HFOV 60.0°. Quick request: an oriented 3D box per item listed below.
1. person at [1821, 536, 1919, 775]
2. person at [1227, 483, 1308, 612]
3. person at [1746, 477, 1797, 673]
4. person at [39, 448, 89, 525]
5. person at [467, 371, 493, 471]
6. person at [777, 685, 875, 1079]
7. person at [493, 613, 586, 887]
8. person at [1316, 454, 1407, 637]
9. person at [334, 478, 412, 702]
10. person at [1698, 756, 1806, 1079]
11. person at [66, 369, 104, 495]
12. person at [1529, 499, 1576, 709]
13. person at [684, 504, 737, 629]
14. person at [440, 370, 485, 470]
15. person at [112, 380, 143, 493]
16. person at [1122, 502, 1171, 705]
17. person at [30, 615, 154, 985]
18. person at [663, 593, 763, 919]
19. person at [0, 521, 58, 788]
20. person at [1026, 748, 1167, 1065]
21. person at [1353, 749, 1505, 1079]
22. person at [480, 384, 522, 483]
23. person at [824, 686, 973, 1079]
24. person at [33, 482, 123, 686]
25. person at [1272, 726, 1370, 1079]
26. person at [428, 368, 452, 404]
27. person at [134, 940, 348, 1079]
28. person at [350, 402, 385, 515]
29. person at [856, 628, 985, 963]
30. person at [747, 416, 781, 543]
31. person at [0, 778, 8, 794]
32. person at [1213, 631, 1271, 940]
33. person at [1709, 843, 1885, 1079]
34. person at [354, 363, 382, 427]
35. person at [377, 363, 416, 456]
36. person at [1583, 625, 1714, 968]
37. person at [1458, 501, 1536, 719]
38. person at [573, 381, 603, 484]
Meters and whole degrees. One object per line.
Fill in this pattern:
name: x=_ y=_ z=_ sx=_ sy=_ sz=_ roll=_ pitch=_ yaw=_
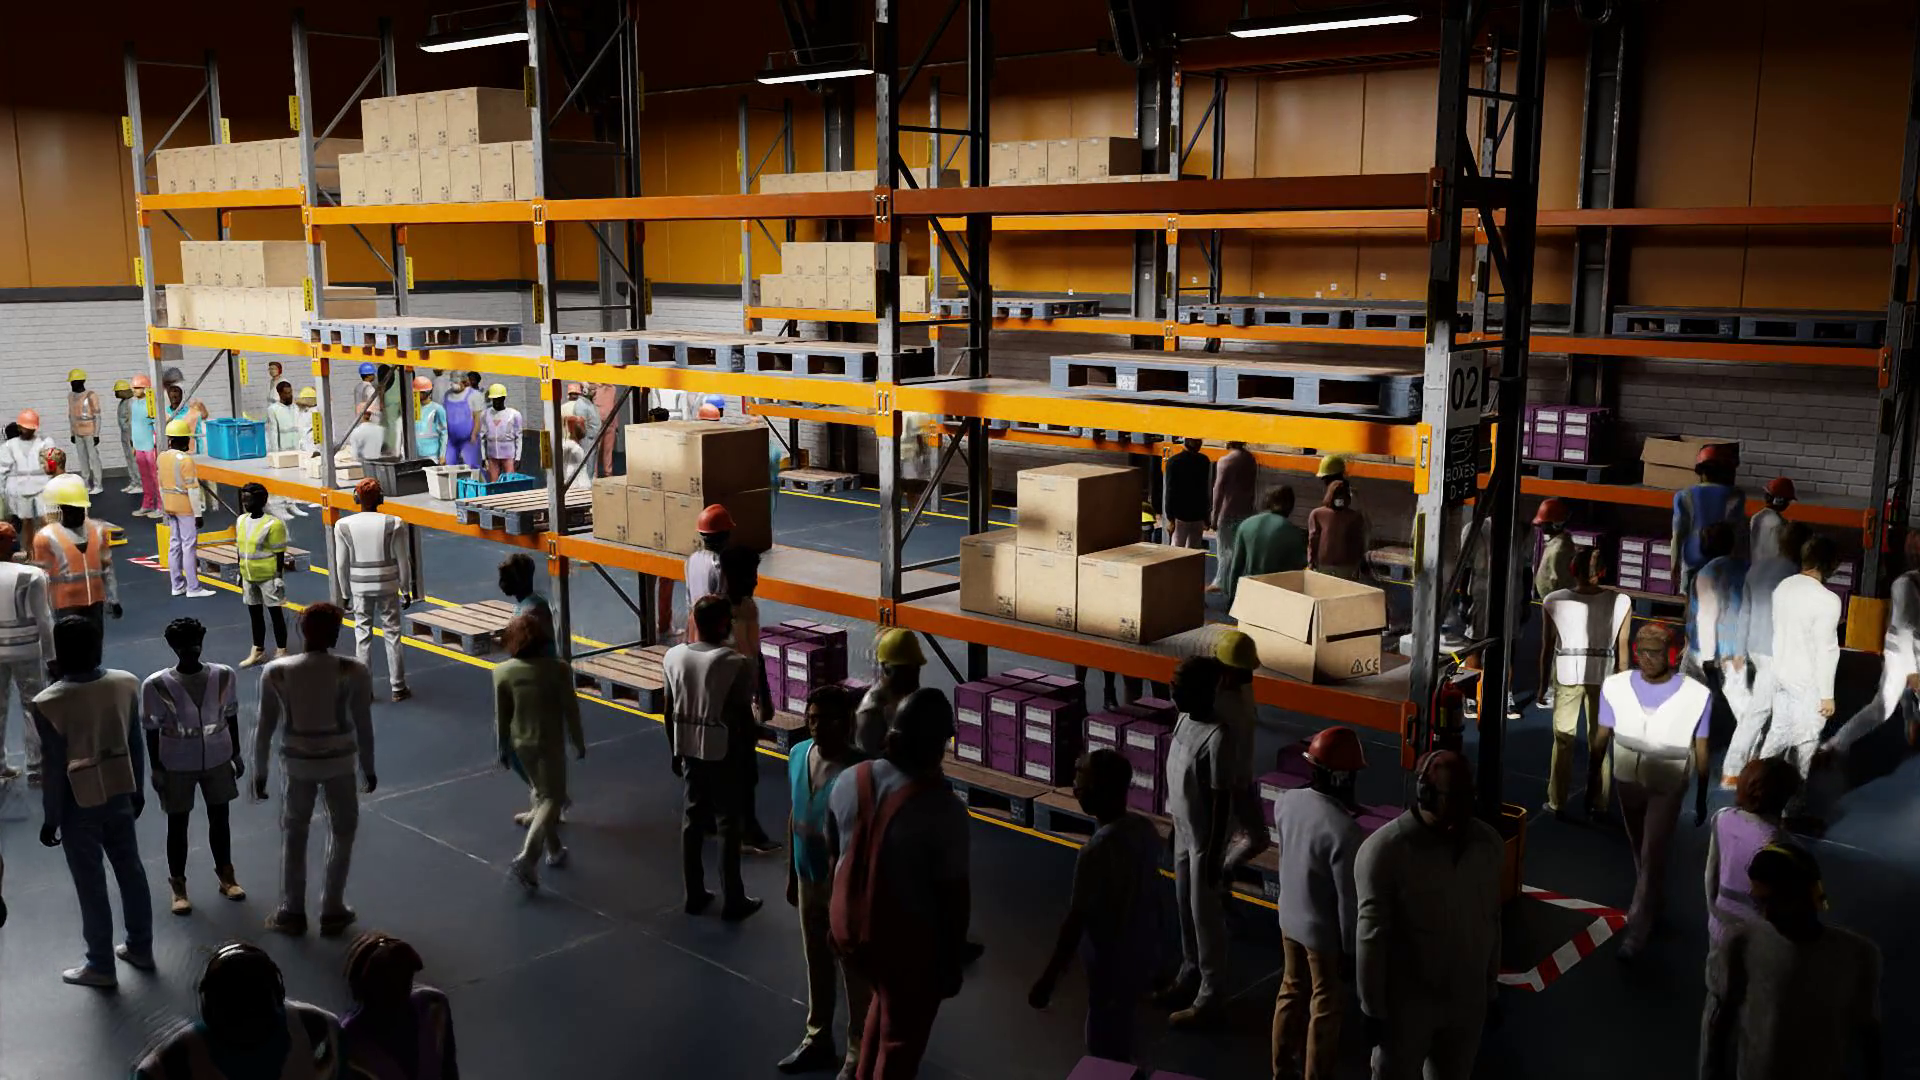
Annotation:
person: x=6.566 y=0.826 z=11.590 sx=0.581 sy=1.847 sz=0.957 roll=-5 pitch=11 yaw=-28
person: x=2.509 y=0.470 z=13.530 sx=1.054 sy=1.875 sz=0.634 roll=-9 pitch=14 yaw=-42
person: x=7.195 y=0.312 z=14.753 sx=0.331 sy=1.747 sz=0.559 roll=1 pitch=10 yaw=3
person: x=-8.692 y=0.011 z=16.214 sx=0.395 sy=1.836 sz=0.562 roll=1 pitch=10 yaw=3
person: x=-8.117 y=-1.993 z=27.930 sx=0.541 sy=1.695 sz=0.316 roll=1 pitch=10 yaw=3
person: x=-0.563 y=1.543 z=7.503 sx=0.566 sy=1.849 sz=0.387 roll=9 pitch=13 yaw=40
person: x=-2.547 y=1.238 z=9.922 sx=0.518 sy=1.601 sz=0.703 roll=2 pitch=10 yaw=12
person: x=3.774 y=0.073 z=15.925 sx=1.153 sy=1.829 sz=0.609 roll=1 pitch=10 yaw=4
person: x=-4.836 y=0.421 z=13.763 sx=0.576 sy=1.882 sz=0.355 roll=-2 pitch=10 yaw=-10
person: x=3.377 y=1.722 z=7.096 sx=0.321 sy=1.637 sz=0.534 roll=-3 pitch=11 yaw=-18
person: x=-13.336 y=-1.648 z=25.325 sx=0.589 sy=1.927 sz=0.386 roll=4 pitch=11 yaw=22
person: x=4.864 y=0.516 z=13.633 sx=0.387 sy=1.737 sz=0.568 roll=3 pitch=11 yaw=19
person: x=-1.743 y=0.706 z=11.979 sx=0.351 sy=1.942 sz=0.547 roll=-9 pitch=14 yaw=-43
person: x=-7.379 y=-1.586 z=24.661 sx=0.699 sy=2.000 sz=0.661 roll=1 pitch=10 yaw=7
person: x=-12.777 y=-1.586 z=25.520 sx=0.321 sy=1.737 sz=0.485 roll=-10 pitch=14 yaw=-44
person: x=1.340 y=0.674 z=12.227 sx=0.585 sy=1.918 sz=0.378 roll=-4 pitch=11 yaw=-20
person: x=-4.427 y=1.328 z=8.529 sx=0.370 sy=1.916 sz=0.597 roll=4 pitch=11 yaw=22
person: x=-1.406 y=1.219 z=9.359 sx=0.567 sy=1.841 sz=0.375 roll=5 pitch=11 yaw=25
person: x=-6.625 y=0.804 z=11.623 sx=0.587 sy=1.877 sz=0.362 roll=-1 pitch=10 yaw=-5
person: x=0.579 y=1.718 z=6.619 sx=0.641 sy=1.817 sz=0.528 roll=6 pitch=12 yaw=31
person: x=1.801 y=1.723 z=6.315 sx=0.642 sy=1.913 sz=0.410 roll=-4 pitch=11 yaw=-21
person: x=-6.223 y=-1.158 z=22.561 sx=0.587 sy=1.928 sz=0.363 roll=1 pitch=10 yaw=6
person: x=-0.227 y=1.572 z=6.805 sx=0.707 sy=2.000 sz=0.585 roll=8 pitch=13 yaw=39
person: x=-7.104 y=0.473 z=13.386 sx=0.467 sy=1.908 sz=0.589 roll=6 pitch=11 yaw=29
person: x=1.580 y=1.652 z=7.199 sx=0.348 sy=1.743 sz=0.554 roll=-4 pitch=11 yaw=-22
person: x=-9.030 y=-2.253 z=28.952 sx=0.569 sy=1.852 sz=0.465 roll=4 pitch=11 yaw=24
person: x=-2.130 y=2.018 z=4.969 sx=0.629 sy=1.816 sz=0.809 roll=-8 pitch=13 yaw=-37
person: x=-7.870 y=-0.961 z=22.010 sx=0.455 sy=1.725 sz=0.566 roll=6 pitch=12 yaw=32
person: x=-0.315 y=1.332 z=8.890 sx=0.934 sy=1.787 sz=0.585 roll=3 pitch=11 yaw=19
person: x=-2.336 y=-0.485 z=18.881 sx=0.630 sy=1.886 sz=0.769 roll=-3 pitch=11 yaw=-17
person: x=-6.665 y=0.961 z=10.635 sx=0.812 sy=1.920 sz=0.614 roll=-3 pitch=10 yaw=-17
person: x=1.468 y=1.331 z=9.029 sx=0.394 sy=1.745 sz=0.527 roll=9 pitch=13 yaw=40
person: x=2.769 y=1.917 z=5.487 sx=0.486 sy=1.822 sz=0.800 roll=2 pitch=10 yaw=9
person: x=-9.336 y=-1.828 z=26.290 sx=0.612 sy=1.947 sz=0.388 roll=10 pitch=14 yaw=44
person: x=-10.220 y=-2.551 z=30.112 sx=0.675 sy=2.000 sz=0.536 roll=-8 pitch=13 yaw=-37
person: x=3.624 y=1.334 z=8.838 sx=0.582 sy=1.789 sz=0.972 roll=8 pitch=13 yaw=39
person: x=4.284 y=0.471 z=13.294 sx=0.606 sy=1.948 sz=0.373 roll=0 pitch=10 yaw=-1
person: x=-5.249 y=-1.328 z=23.581 sx=0.402 sy=1.906 sz=0.652 roll=-1 pitch=10 yaw=-3
